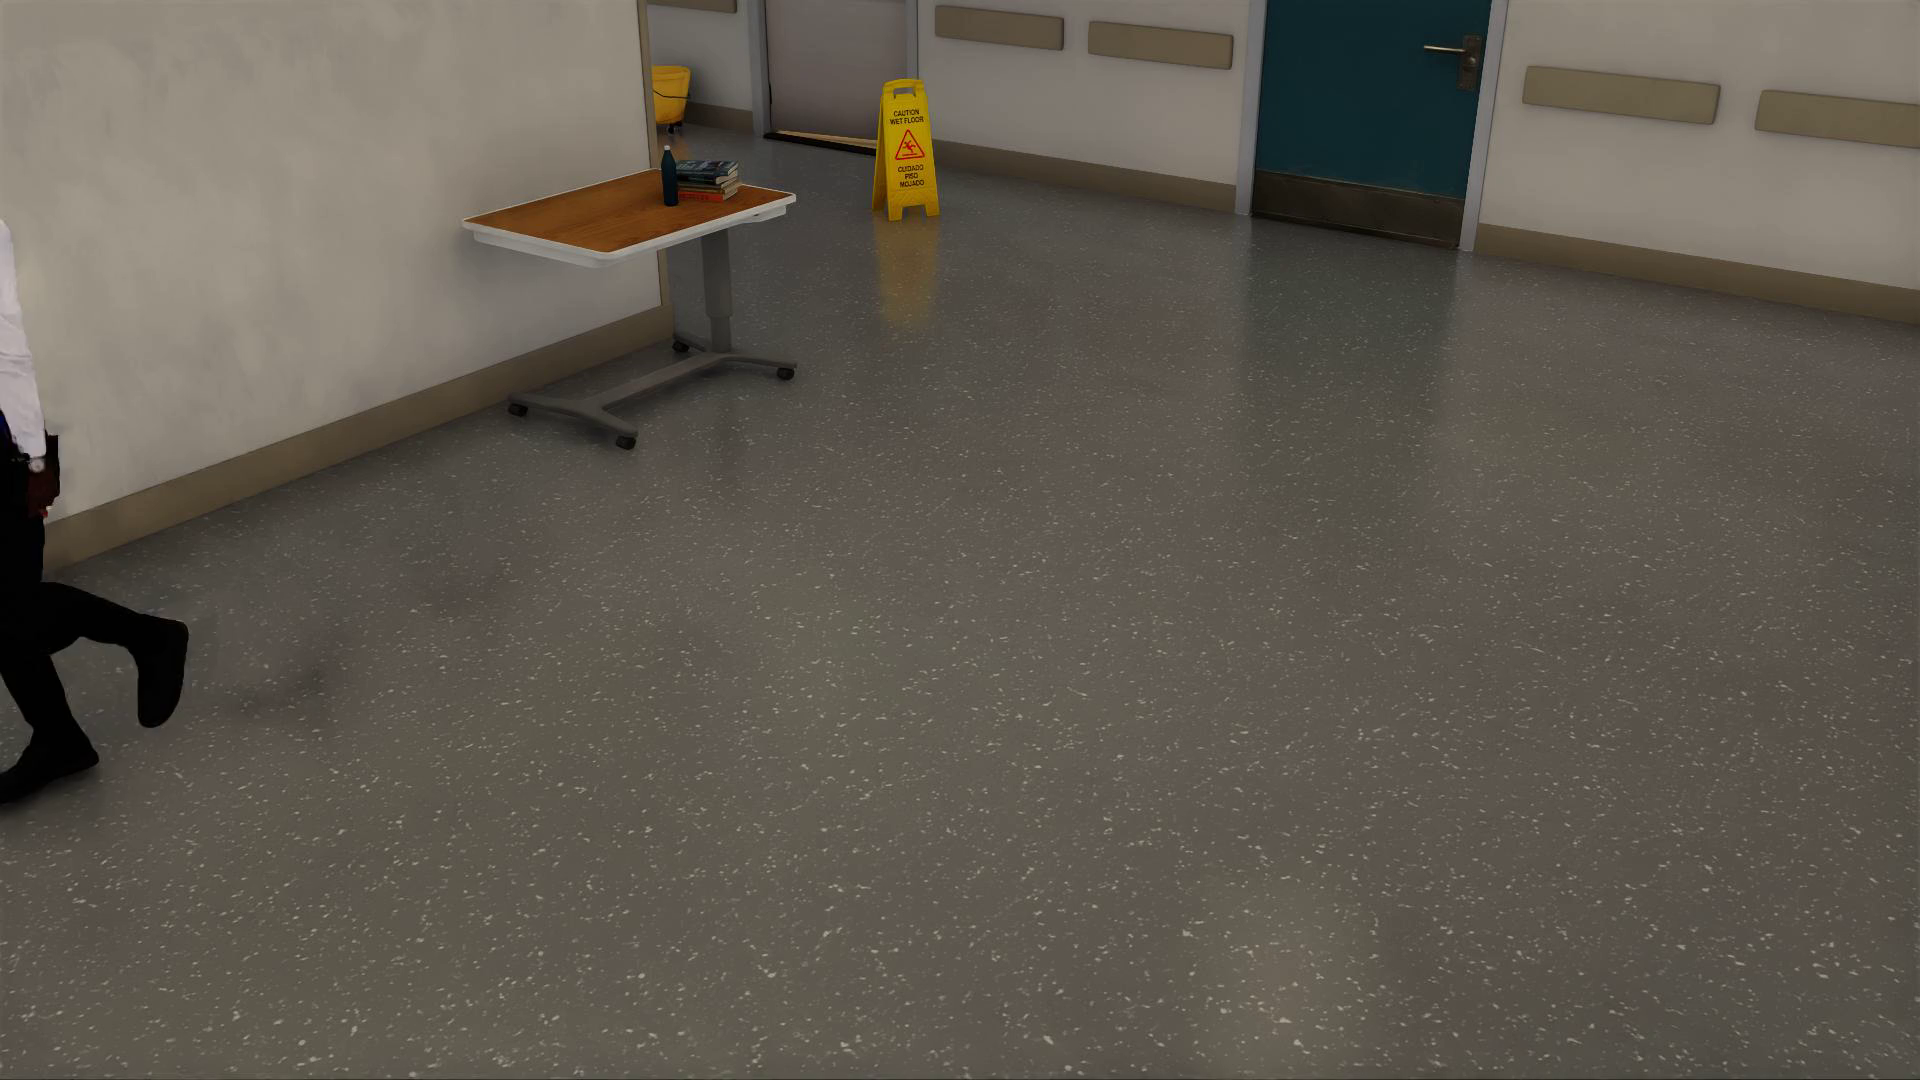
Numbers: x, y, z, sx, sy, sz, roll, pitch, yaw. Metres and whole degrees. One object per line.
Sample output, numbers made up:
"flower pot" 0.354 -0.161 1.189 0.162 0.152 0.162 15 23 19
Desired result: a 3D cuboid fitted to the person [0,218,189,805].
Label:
"person" -2.307 -0.223 4.090 0.762 1.819 0.724 16 30 29
